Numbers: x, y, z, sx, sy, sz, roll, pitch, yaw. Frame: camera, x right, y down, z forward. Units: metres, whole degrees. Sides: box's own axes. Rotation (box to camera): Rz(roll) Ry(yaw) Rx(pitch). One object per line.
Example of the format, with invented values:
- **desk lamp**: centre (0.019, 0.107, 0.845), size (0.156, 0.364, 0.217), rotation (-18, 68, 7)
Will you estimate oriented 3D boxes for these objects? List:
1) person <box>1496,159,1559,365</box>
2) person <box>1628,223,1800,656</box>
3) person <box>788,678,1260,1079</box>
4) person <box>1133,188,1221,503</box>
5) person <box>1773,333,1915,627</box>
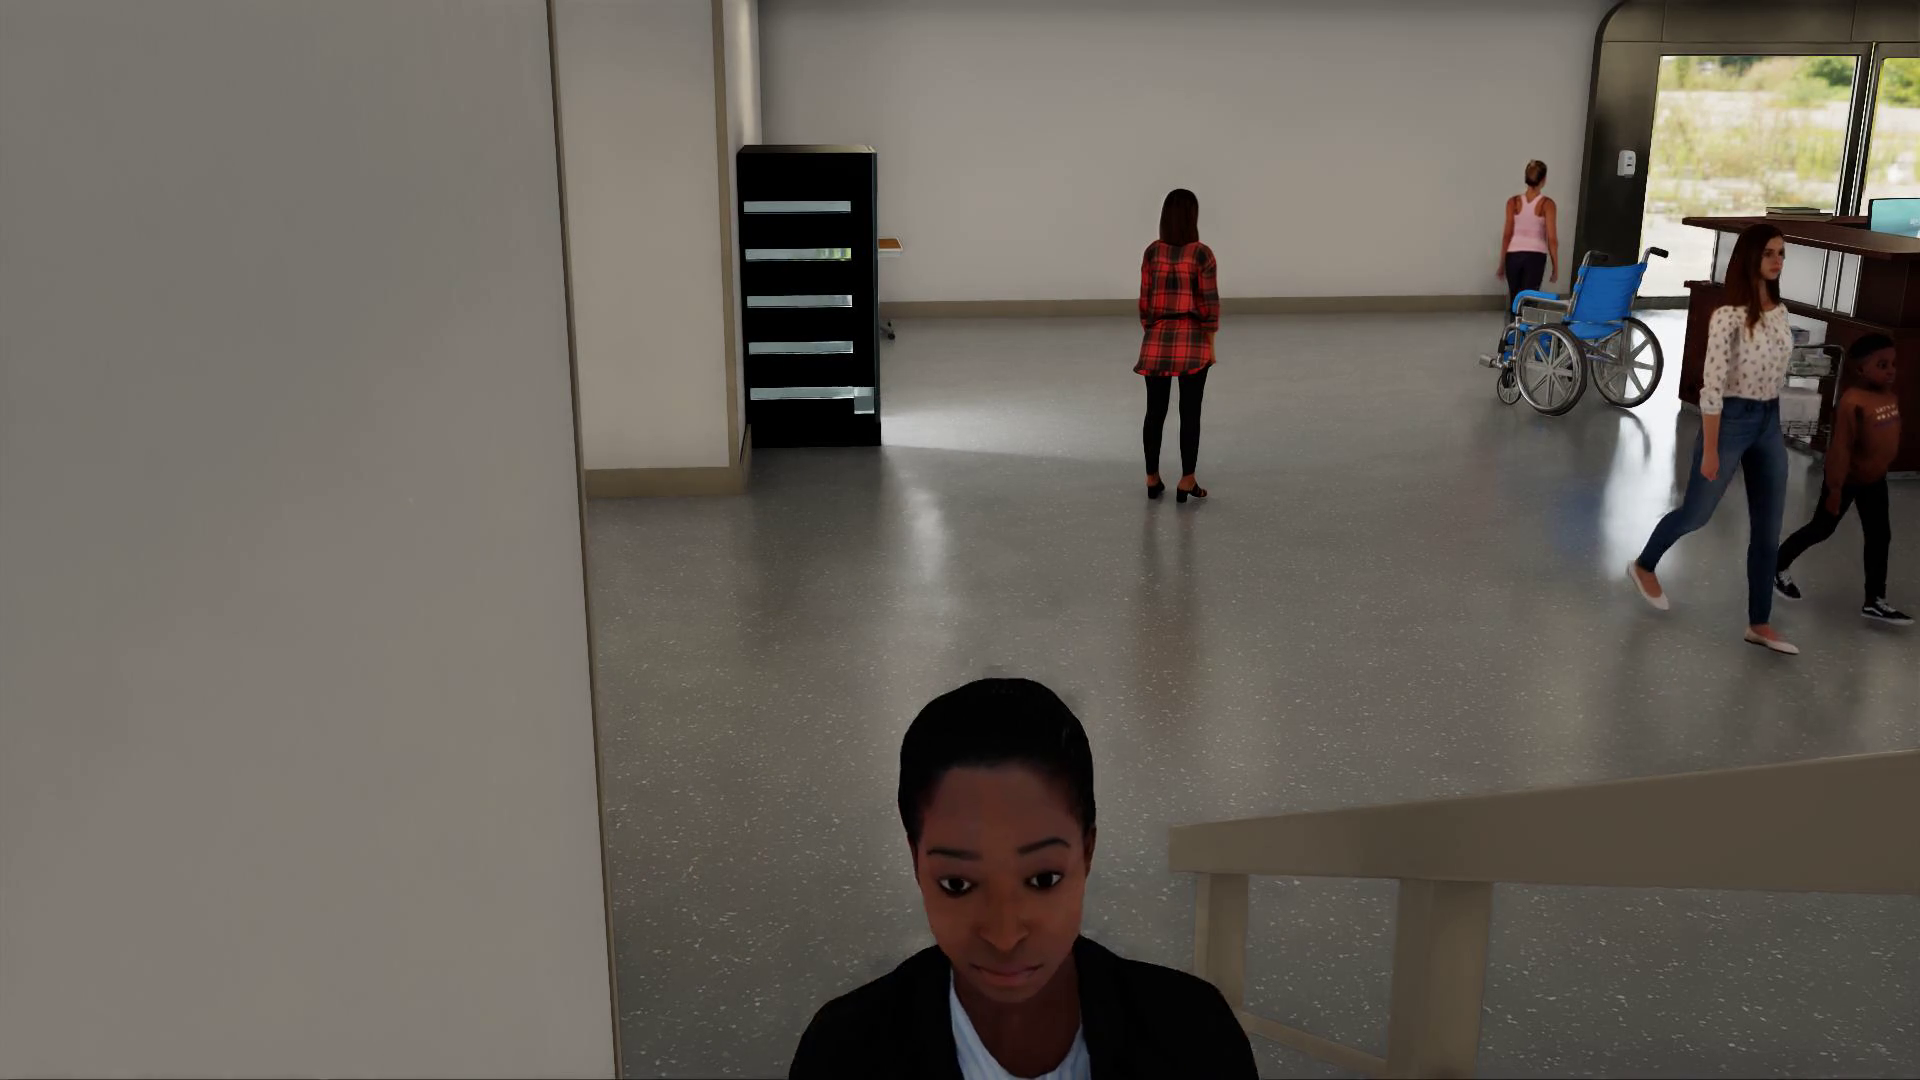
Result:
- **person**: centre (4.500, -2.196, 13.326), size (1.017, 1.605, 1.064), rotation (13, 20, 39)
- **person**: centre (3.148, -0.428, 6.891), size (0.794, 1.693, 1.186), rotation (-5, 17, -19)
- **person**: centre (0.078, 0.990, 1.665), size (0.602, 1.800, 1.091), rotation (-2, 16, -6)
- **person**: centre (1.187, -1.065, 9.133), size (0.706, 1.703, 0.741), rotation (10, 18, 31)
- **person**: centre (3.802, -0.275, 7.193), size (0.751, 1.234, 0.981), rotation (-8, 18, -26)
